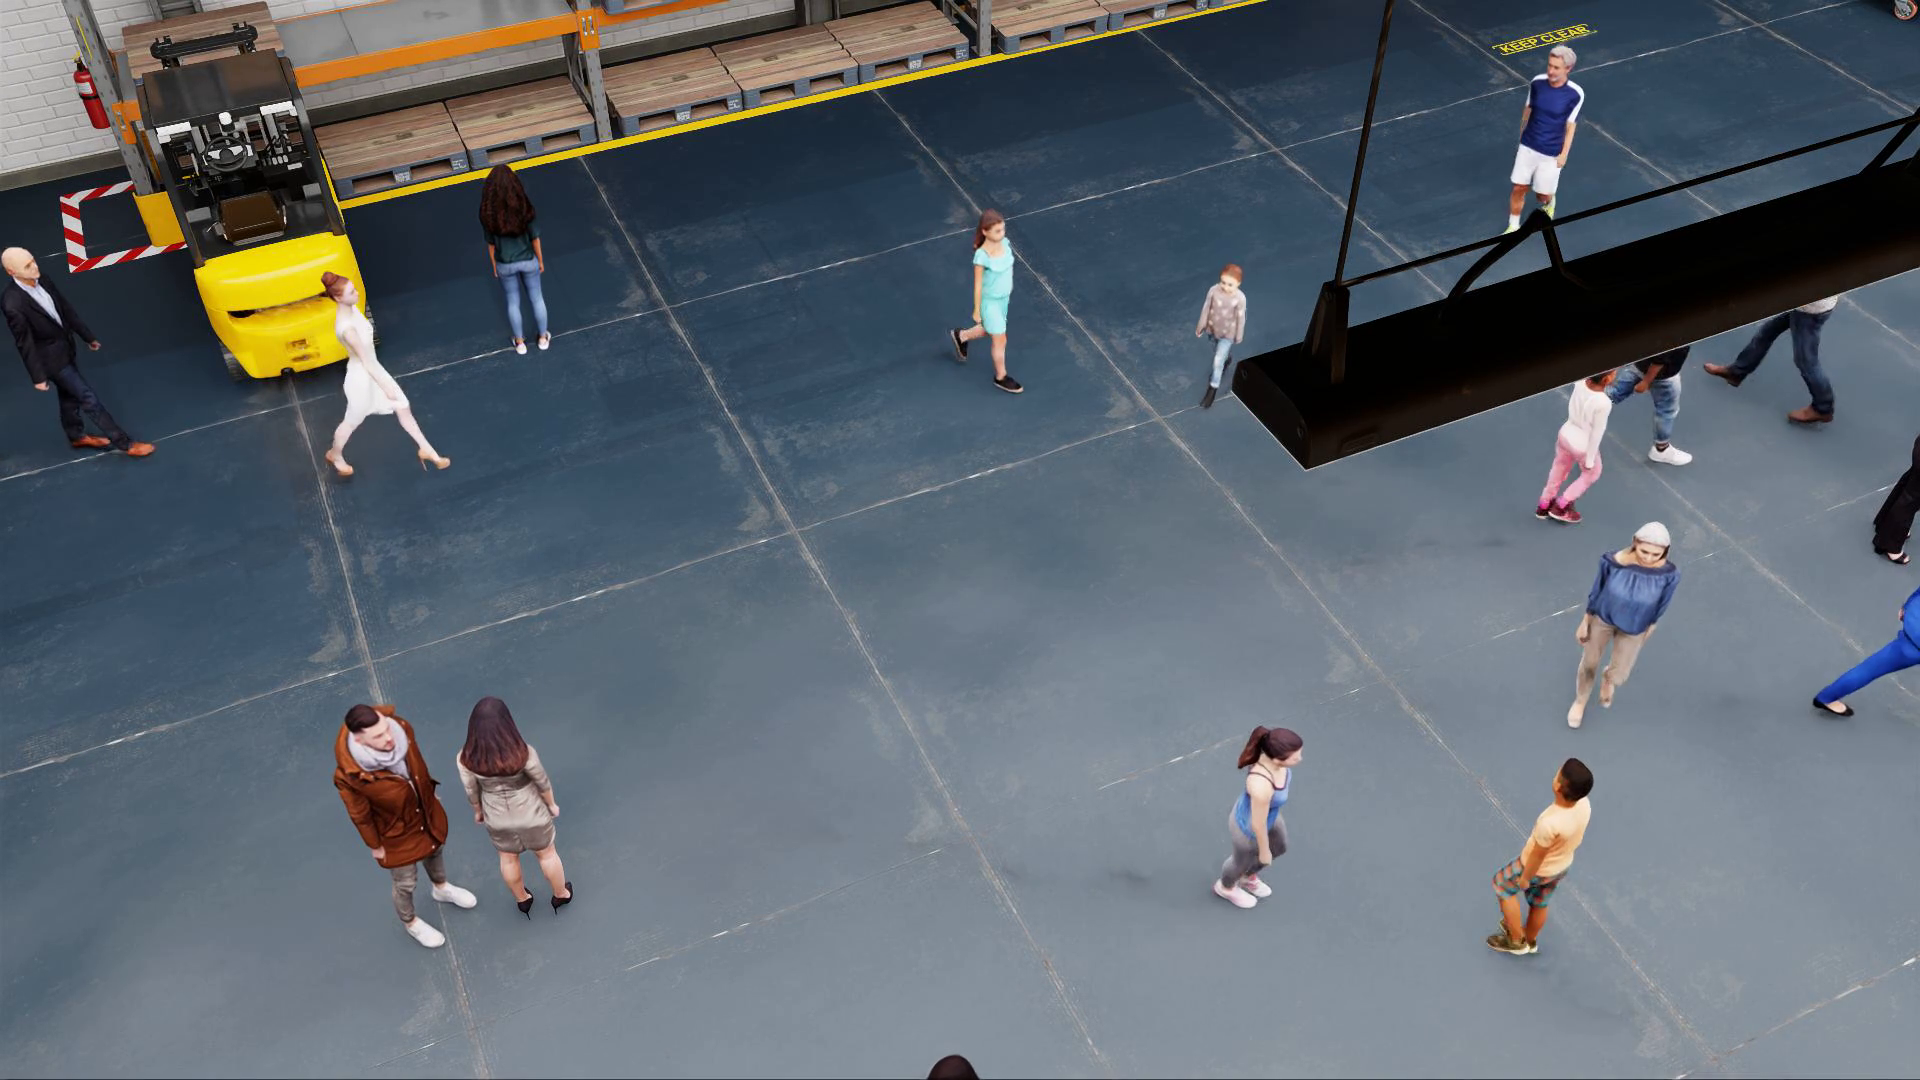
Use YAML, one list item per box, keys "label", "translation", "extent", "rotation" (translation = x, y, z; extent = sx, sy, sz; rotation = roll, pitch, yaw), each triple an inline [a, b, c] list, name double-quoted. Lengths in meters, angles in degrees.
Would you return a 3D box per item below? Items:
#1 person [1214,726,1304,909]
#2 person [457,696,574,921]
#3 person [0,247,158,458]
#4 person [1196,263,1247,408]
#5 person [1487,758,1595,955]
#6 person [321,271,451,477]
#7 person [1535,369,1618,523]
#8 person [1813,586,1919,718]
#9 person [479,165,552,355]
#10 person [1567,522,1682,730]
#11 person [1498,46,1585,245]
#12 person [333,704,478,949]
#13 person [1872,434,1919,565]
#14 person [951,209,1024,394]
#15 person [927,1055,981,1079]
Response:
- label: "person"
  translation: [1.548, 1.510, 9.093]
  extent: [0.772, 1.594, 0.706]
  rotation: [16, 46, 16]
- label: "person"
  translation: [-2.412, 1.474, 9.020]
  extent: [0.560, 1.745, 0.724]
  rotation: [-4, 44, -4]
- label: "person"
  translation: [-6.566, -1.332, 11.940]
  extent: [1.117, 1.780, 0.980]
  rotation: [2, 44, 2]
- label: "person"
  translation: [2.015, -1.633, 12.690]
  extent: [0.729, 1.181, 0.895]
  rotation: [27, 50, 26]
- label: "person"
  translation: [3.199, 1.767, 8.928]
  extent: [0.544, 1.447, 0.630]
  rotation: [-27, 50, -25]
- label: "person"
  translation: [-4.280, -1.080, 11.704]
  extent: [1.179, 1.741, 0.826]
  rotation: [-4, 44, -4]
- label: "person"
  translation: [4.232, -0.675, 11.500]
  extent: [0.560, 1.437, 0.588]
  rotation: [-12, 45, -12]
- label: "person"
  translation: [5.693, 0.562, 10.042]
  extent: [1.180, 1.656, 1.129]
  rotation: [13, 45, 13]
- label: "person"
  translation: [-3.449, -2.173, 12.942]
  extent: [0.581, 1.615, 0.690]
  rotation: [-10, 45, -10]
- label: "person"
  translation: [4.011, 0.455, 10.130]
  extent: [0.784, 1.689, 0.843]
  rotation: [17, 46, 17]
- label: "person"
  translation: [4.949, -3.337, 14.015]
  extent: [0.841, 1.822, 0.973]
  rotation: [31, 52, 29]
- label: "person"
  translation: [-3.005, 1.497, 8.931]
  extent: [0.888, 1.835, 0.826]
  rotation: [15, 46, 15]
- label: "person"
  translation: [6.595, -0.580, 11.235]
  extent: [0.727, 1.664, 0.636]
  rotation: [21, 47, 21]
- label: "person"
  translation: [0.195, -1.855, 12.662]
  extent: [0.892, 1.542, 0.976]
  rotation: [27, 50, 26]
- label: "person"
  translation: [-0.013, 2.822, 7.685]
  extent: [0.600, 1.635, 0.650]
  rotation: [-26, 49, -25]
